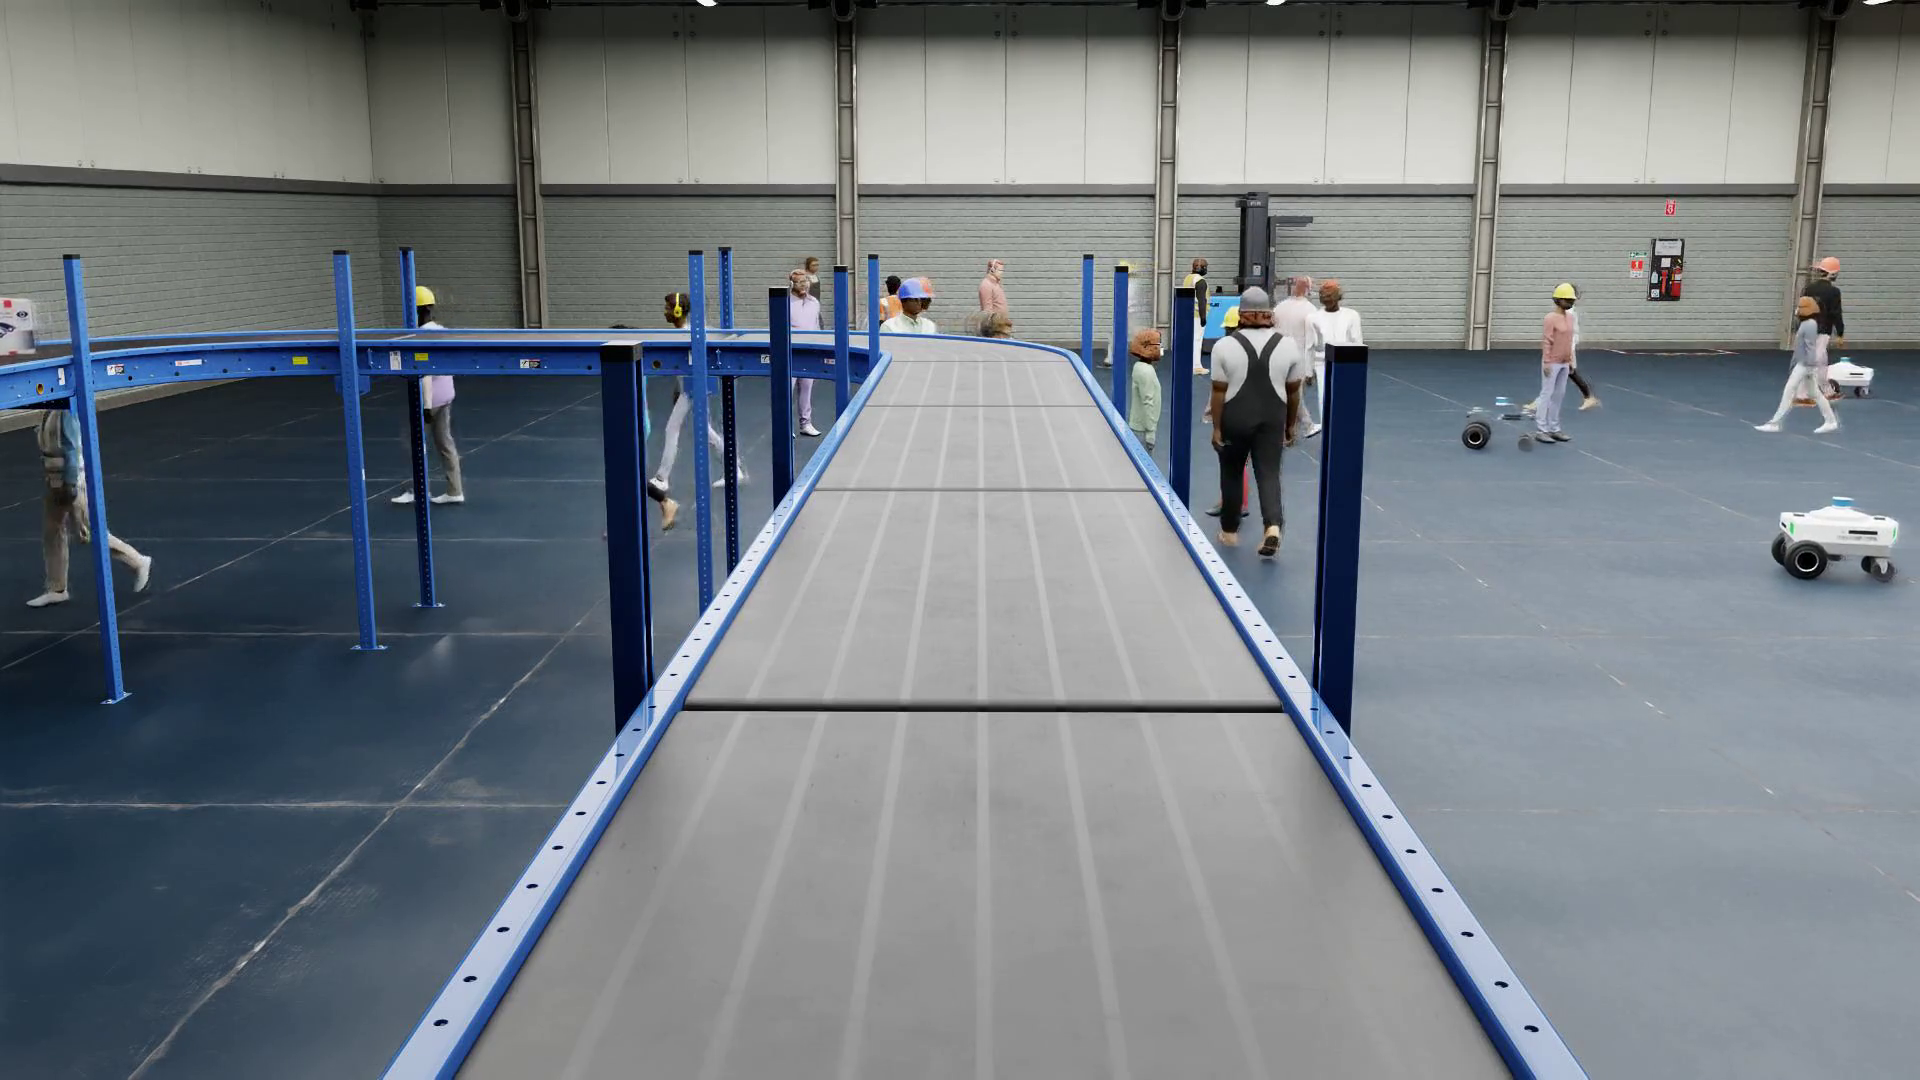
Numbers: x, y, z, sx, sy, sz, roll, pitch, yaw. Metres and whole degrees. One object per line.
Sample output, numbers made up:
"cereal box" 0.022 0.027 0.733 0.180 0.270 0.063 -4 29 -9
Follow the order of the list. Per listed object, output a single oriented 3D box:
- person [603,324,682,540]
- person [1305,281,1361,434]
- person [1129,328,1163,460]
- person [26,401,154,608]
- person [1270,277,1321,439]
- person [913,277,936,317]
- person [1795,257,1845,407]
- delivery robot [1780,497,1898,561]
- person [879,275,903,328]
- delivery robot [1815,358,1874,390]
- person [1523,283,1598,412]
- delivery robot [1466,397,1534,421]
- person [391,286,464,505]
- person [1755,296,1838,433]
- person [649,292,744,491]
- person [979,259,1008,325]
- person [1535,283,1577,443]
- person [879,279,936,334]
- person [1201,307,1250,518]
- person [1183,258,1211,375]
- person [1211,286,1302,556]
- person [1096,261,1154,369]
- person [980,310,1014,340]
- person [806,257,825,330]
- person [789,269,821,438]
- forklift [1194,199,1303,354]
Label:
"person" -2.515 -0.832 12.925 0.499 1.687 0.537 -6 12 -27
"person" 3.933 -1.814 17.574 0.583 1.840 0.970 1 11 6
"person" 1.474 -0.856 13.172 0.276 1.633 0.507 0 11 -1
"person" -5.716 -0.387 10.807 0.521 1.615 0.678 11 15 44
"person" 3.732 -1.976 18.405 1.027 1.840 0.709 -7 13 -33
"person" -0.503 -1.663 16.599 0.602 1.914 0.558 -2 11 -11
"person" 11.533 -2.750 22.063 0.935 1.954 0.637 -1 11 -7
"delivery robot" 6.191 -0.059 11.729 0.707 0.478 0.477 3 11 15
"person" -0.914 -2.800 22.998 0.539 1.695 0.318 -6 12 -27
"delivery robot" 12.387 -2.316 23.323 0.707 0.478 0.477 2 11 11
"person" 7.810 -2.472 21.419 0.880 1.658 0.525 6 13 28
"delivery robot" 5.906 -1.443 18.171 0.698 0.223 0.335 4 12 20
"person" -4.697 -1.242 14.464 0.730 1.900 0.609 1 11 4
"person" 9.848 -2.041 19.381 0.872 1.590 0.510 5 12 23
"person" -2.484 -1.374 15.377 0.984 1.823 0.536 -1 11 -6
"person" 0.483 -3.037 23.691 0.409 1.904 0.640 2 11 10
"person" 6.699 -1.977 18.602 0.532 1.765 0.330 -8 14 -37
"person" -0.450 -1.346 14.876 0.605 1.951 0.382 -9 14 -38
"person" 2.275 -1.066 13.935 0.374 1.765 0.544 -4 12 -17
"person" 3.811 -3.596 26.732 0.429 1.836 0.630 -3 11 -16
"person" 2.203 -0.897 12.444 0.689 2.000 0.963 0 11 -2
"person" 2.778 -3.707 27.458 0.930 1.792 0.583 -2 11 -9
"person" 0.159 -0.637 11.440 1.049 1.891 0.626 10 15 42
"person" -2.498 -3.969 28.730 0.921 1.800 0.532 7 13 34
"person" -1.833 -2.129 19.012 0.642 1.910 0.401 -9 14 -39
"forklift" 5.313 -4.851 30.603 1.873 2.768 1.129 0 11 1
